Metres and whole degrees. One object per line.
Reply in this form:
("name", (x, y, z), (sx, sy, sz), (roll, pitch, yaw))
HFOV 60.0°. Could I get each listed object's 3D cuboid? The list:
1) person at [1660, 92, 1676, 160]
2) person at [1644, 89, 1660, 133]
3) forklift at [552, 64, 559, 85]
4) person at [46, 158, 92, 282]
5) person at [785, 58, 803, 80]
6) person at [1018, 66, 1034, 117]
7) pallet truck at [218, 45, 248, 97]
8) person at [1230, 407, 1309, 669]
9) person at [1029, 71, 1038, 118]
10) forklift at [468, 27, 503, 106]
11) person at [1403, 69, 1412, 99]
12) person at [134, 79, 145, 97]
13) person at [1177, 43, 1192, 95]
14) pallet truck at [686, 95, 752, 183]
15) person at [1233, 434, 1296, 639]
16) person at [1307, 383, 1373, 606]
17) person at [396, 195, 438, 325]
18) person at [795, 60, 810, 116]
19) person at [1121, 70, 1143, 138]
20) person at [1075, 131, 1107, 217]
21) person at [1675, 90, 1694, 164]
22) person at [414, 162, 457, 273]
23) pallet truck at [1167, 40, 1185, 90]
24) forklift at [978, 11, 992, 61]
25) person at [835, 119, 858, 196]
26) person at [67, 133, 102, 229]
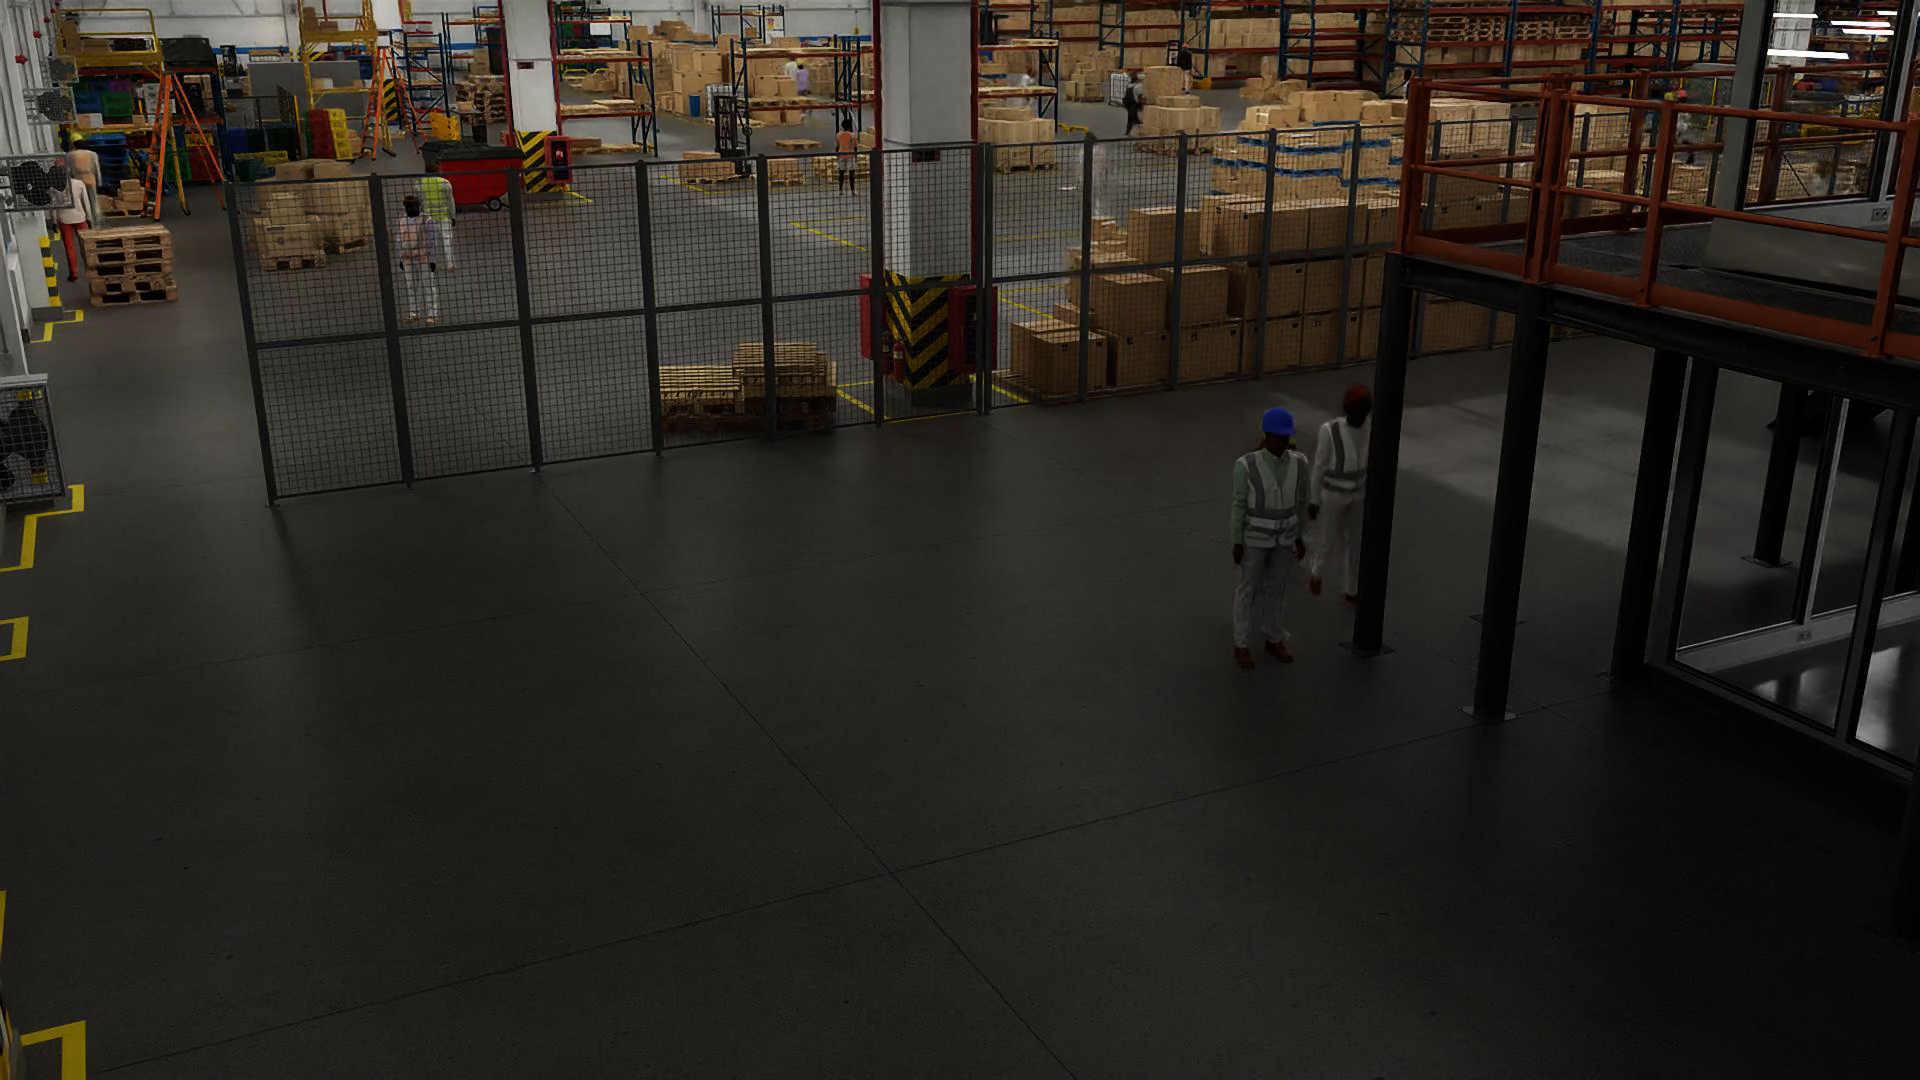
("person", (18.836, -10.962, 44.126), (0.718, 1.787, 0.629), (-12, 22, -30))
("person", (19.518, -11.860, 46.913), (0.530, 1.652, 0.901), (-8, 21, -23))
("forklift", (-18.293, -20.873, 71.177), (1.129, 2.768, 1.873), (14, 23, 35))
("person", (-14.513, -5.217, 27.148), (0.623, 1.980, 0.406), (-18, 26, -41))
("person", (-5.995, -16.674, 60.448), (0.661, 1.919, 0.623), (1, 19, 2))
("person", (2.126, -14.770, 55.080), (0.972, 1.835, 0.597), (2, 19, 5))
("pallet truck", (-28.879, -18.665, 66.111), (0.823, 1.965, 1.885), (-3, 19, -9))
("person", (2.251, -0.024, 12.144), (0.606, 1.951, 0.382), (-7, 20, -18))
("person", (2.385, -14.973, 55.994), (0.752, 1.610, 0.509), (-4, 19, -12))
("forklift", (-17.087, -17.398, 61.104), (1.873, 2.768, 1.129), (-9, 21, -25))
("person", (13.855, -13.585, 51.502), (0.398, 1.920, 0.589), (3, 19, 8))
("person", (-25.253, -13.413, 51.445), (0.523, 1.632, 0.313), (7, 20, 21))
("person", (9.037, -18.973, 67.037), (0.623, 1.994, 0.483), (6, 20, 16))
("pallet truck", (-5.836, -9.608, 39.856), (0.823, 1.965, 1.885), (10, 22, 27))
("person", (2.370, -0.082, 12.636), (0.500, 1.731, 0.361), (-15, 24, -37))
("person", (3.067, -0.362, 13.239), (0.650, 1.870, 0.528), (-8, 20, -21))
("person", (-7.800, -4.021, 23.897), (0.627, 1.844, 0.429), (5, 20, 13))
("person", (-5.408, -15.552, 57.237), (0.572, 1.897, 0.627), (14, 24, 36))
("person", (5.276, -13.136, 50.016), (0.905, 2.000, 0.689), (-8, 21, -23))
("person", (2.525, -6.960, 32.289), (0.660, 1.923, 0.431), (-6, 20, -18))
("person", (18.785, -10.759, 43.380), (1.007, 1.880, 0.573), (-1, 19, -2))
("person", (-8.795, -5.414, 27.932), (0.634, 1.841, 0.429), (-6, 20, -16))
("pallet truck", (9.045, -19.971, 69.895), (0.823, 1.965, 1.885), (-3, 19, -8))
("forklift", (1.263, -25.154, 83.586), (1.873, 2.768, 1.129), (-9, 21, -25))
("person", (-2.552, -8.613, 37.441), (0.534, 1.694, 0.321), (5, 20, 13))
("person", (-17.018, -6.934, 32.291), (0.581, 1.879, 0.891), (-15, 24, -36))
